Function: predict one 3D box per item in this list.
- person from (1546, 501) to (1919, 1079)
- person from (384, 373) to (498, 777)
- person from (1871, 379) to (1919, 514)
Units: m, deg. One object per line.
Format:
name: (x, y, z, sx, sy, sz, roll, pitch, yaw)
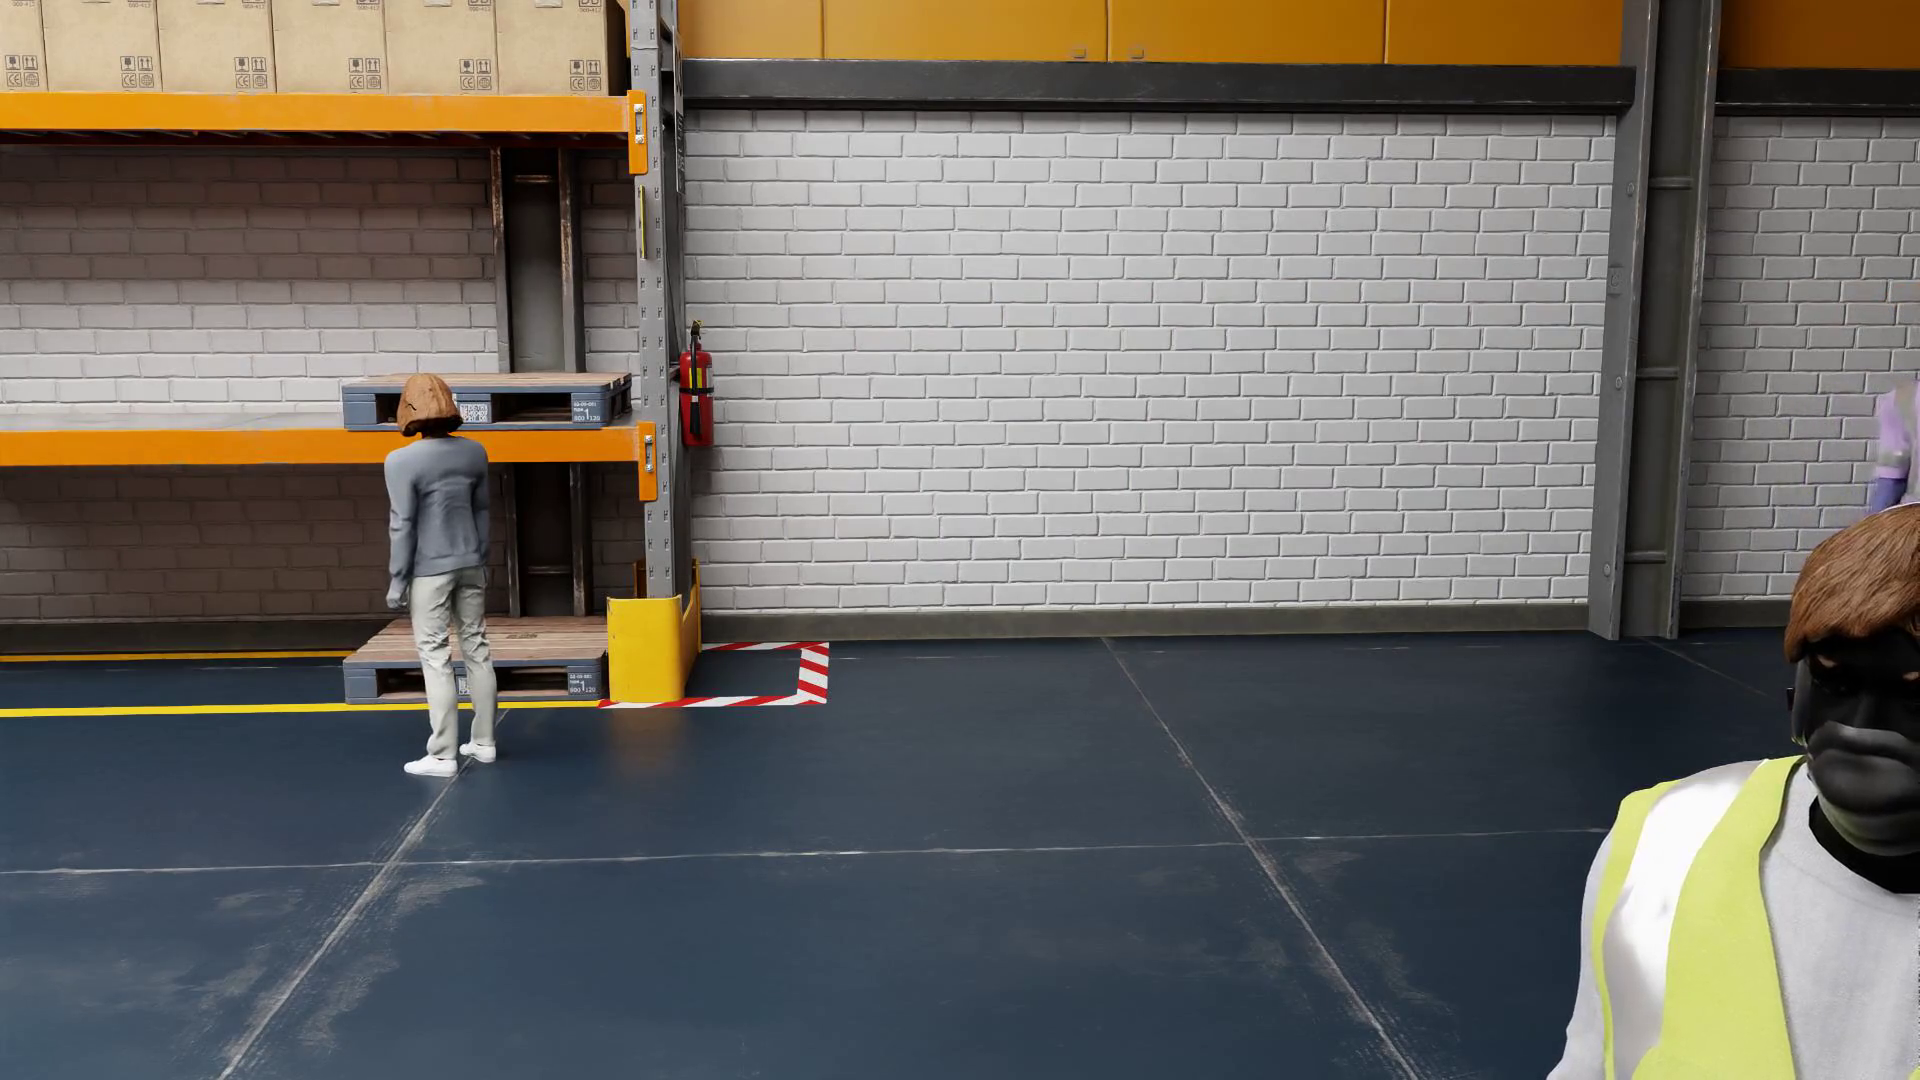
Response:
person: (0.772, 0.880, 1.455, 0.429, 1.844, 0.627, -9, 13, -44)
person: (-2.107, 0.142, 6.742, 0.288, 1.633, 0.501, 6, 11, 32)
person: (3.779, 0.025, 6.340, 0.980, 2.009, 0.612, -7, 11, -38)
